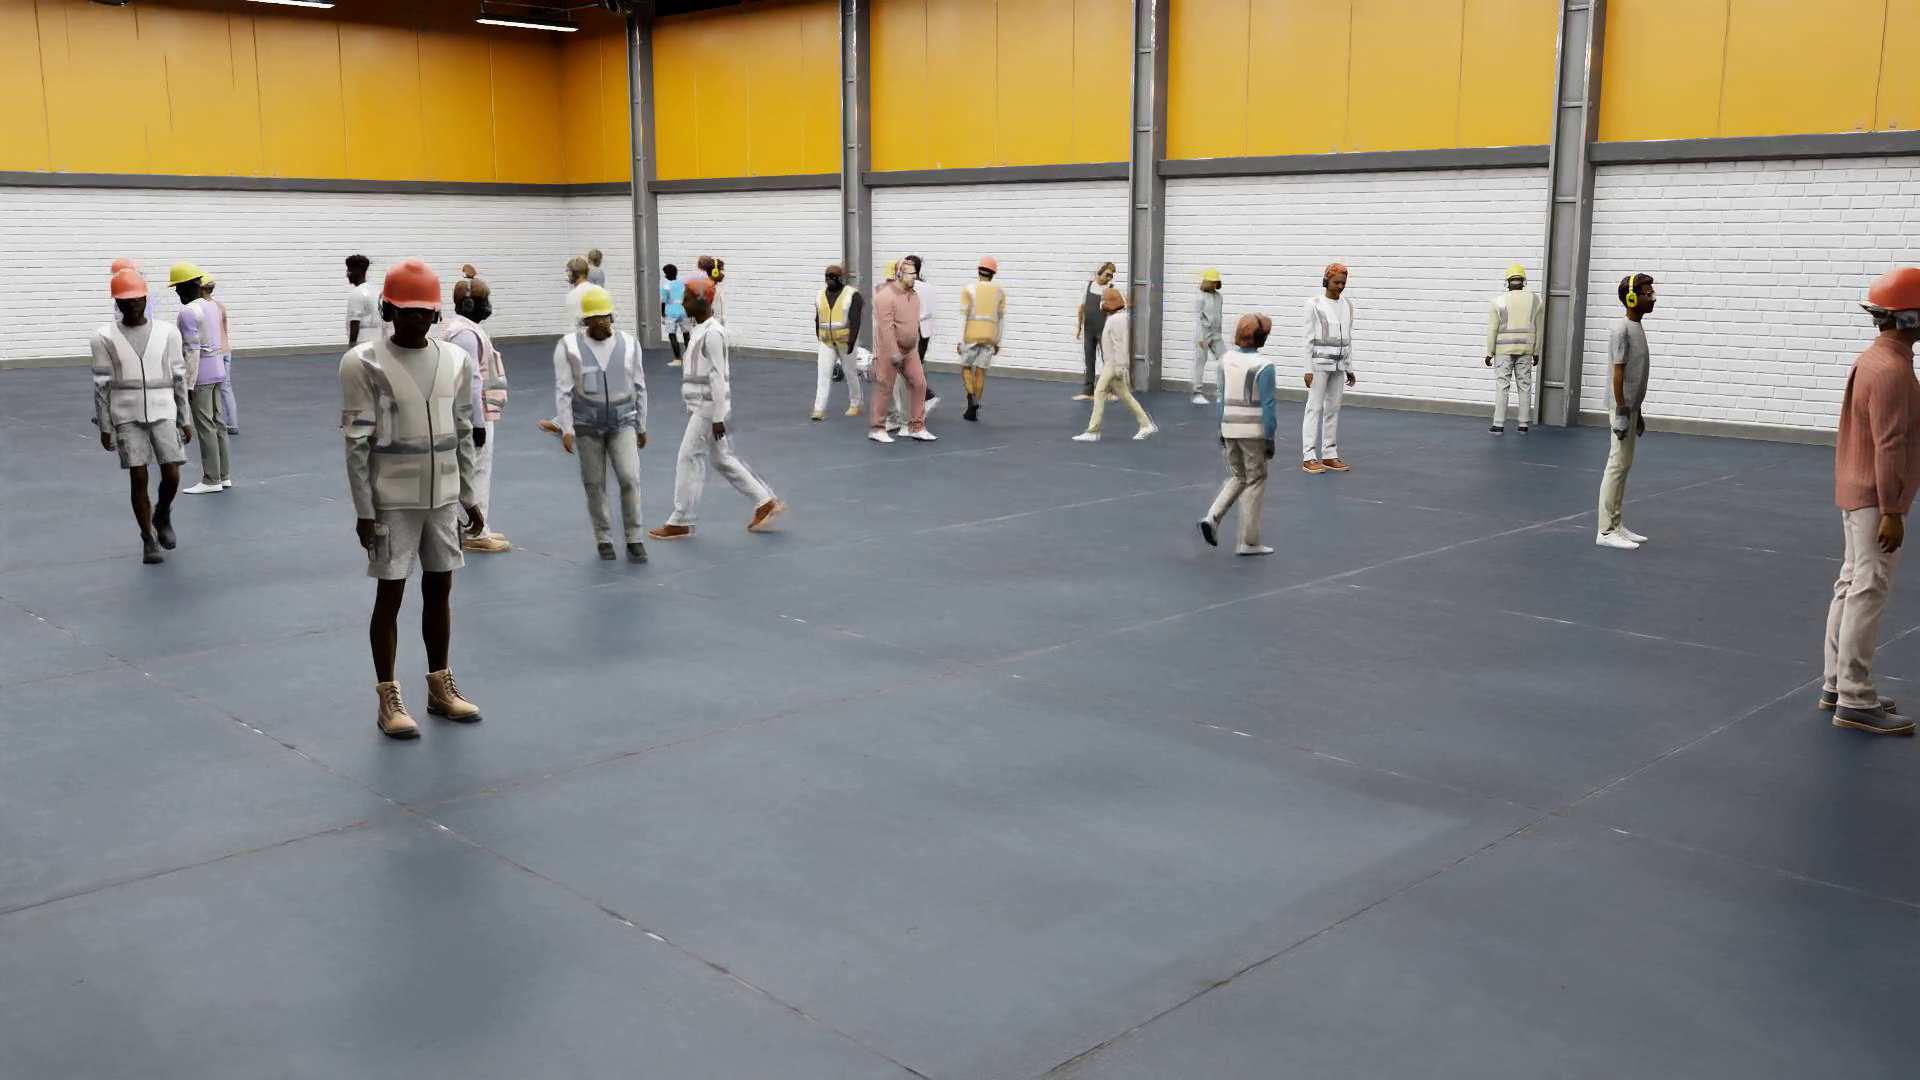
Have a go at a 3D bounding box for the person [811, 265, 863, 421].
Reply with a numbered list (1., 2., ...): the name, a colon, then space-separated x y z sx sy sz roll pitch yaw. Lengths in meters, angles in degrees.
1. person: -1.422 -2.301 19.402 0.620 1.799 0.945 3 11 17

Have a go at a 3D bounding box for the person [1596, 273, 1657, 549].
1. person: 4.596 -0.877 11.420 0.328 1.862 0.512 7 12 32

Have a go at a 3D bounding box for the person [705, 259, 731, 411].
1. person: -3.008 -2.455 20.066 0.448 1.843 0.545 -3 11 -16

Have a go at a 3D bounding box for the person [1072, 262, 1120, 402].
1. person: 1.734 -2.660 21.337 0.647 1.803 0.341 6 12 29

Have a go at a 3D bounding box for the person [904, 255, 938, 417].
1. person: -0.521 -2.369 19.435 0.446 1.898 0.622 2 11 13

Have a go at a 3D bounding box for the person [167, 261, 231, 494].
1. person: -6.308 -1.340 13.789 0.378 1.918 0.585 -1 10 -3

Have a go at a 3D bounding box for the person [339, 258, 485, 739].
1. person: -2.318 -0.180 7.146 0.404 2.034 0.609 9 14 41

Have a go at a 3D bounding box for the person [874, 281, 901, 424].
1. person: -0.769 -2.108 18.786 0.496 1.608 0.583 2 11 12

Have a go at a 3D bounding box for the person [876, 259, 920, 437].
1. person: -0.668 -2.019 17.581 0.612 1.892 0.520 8 13 37

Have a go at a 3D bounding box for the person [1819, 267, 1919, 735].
1. person: 3.991 -0.172 7.209 0.373 1.993 0.619 4 11 19

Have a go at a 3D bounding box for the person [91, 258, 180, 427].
1. person: -9.149 -2.162 18.375 1.017 1.882 0.566 0 10 -2

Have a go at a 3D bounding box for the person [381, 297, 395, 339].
1. person: -6.893 -2.494 20.508 0.524 1.764 0.329 -2 11 -11

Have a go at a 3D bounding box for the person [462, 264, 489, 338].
1. person: -8.853 -4.244 30.446 0.528 1.612 0.504 8 13 36

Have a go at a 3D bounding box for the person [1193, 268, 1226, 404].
1. person: 3.197 -2.552 20.932 0.502 1.711 0.722 -8 13 -37

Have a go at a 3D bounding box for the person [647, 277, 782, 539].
1. person: -1.735 -0.932 11.764 0.933 1.851 0.587 -3 11 -14

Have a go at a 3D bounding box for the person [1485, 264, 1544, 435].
1. person: 5.918 -2.029 17.805 0.588 1.822 0.403 0 10 2

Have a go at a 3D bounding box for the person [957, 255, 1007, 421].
1. person: 0.245 -2.324 19.189 0.601 1.895 0.465 -2 11 -12

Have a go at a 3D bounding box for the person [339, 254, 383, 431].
1. person: -6.362 -2.118 17.994 0.789 1.944 0.633 -1 10 -4

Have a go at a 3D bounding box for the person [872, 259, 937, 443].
1. person: -0.578 -1.918 17.054 0.824 1.881 0.640 8 13 37

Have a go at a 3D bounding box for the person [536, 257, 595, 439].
1. person: -4.006 -1.952 17.170 0.957 1.896 0.656 1 10 6

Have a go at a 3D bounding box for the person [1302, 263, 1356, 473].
1. person: 3.330 -1.549 15.013 0.573 1.887 0.355 -6 12 -30

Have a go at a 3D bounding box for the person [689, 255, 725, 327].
1. person: -3.892 -3.441 25.464 0.595 1.830 0.535 5 11 25

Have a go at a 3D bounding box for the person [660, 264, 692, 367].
1. person: -4.566 -3.648 27.070 0.680 1.672 0.321 -7 13 -35

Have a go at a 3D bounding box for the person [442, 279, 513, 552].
1. person: -3.282 -0.839 11.287 0.429 1.839 0.638 -4 11 -19

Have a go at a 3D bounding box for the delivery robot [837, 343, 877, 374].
1. delivery robot: -1.498 -2.634 24.307 0.707 0.478 0.477 7 12 34

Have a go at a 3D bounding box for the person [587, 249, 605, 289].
1. person: -5.860 -3.673 26.531 0.668 1.908 0.412 9 14 41

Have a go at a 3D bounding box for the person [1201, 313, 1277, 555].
1. person: 1.881 -0.691 11.043 0.424 1.623 0.530 -6 12 -30

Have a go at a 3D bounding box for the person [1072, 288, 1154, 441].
1. person: 1.637 -1.821 17.302 0.846 1.595 0.516 1 10 4

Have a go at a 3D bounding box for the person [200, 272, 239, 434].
1. person: -7.974 -1.967 17.691 0.410 1.743 0.528 1 10 7

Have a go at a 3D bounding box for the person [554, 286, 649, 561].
1. person: -2.305 -0.735 10.795 0.604 1.804 0.652 -4 11 -19

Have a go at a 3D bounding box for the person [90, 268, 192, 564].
1. person: -5.337 -0.806 10.867 0.561 1.918 0.460 -6 12 -30
